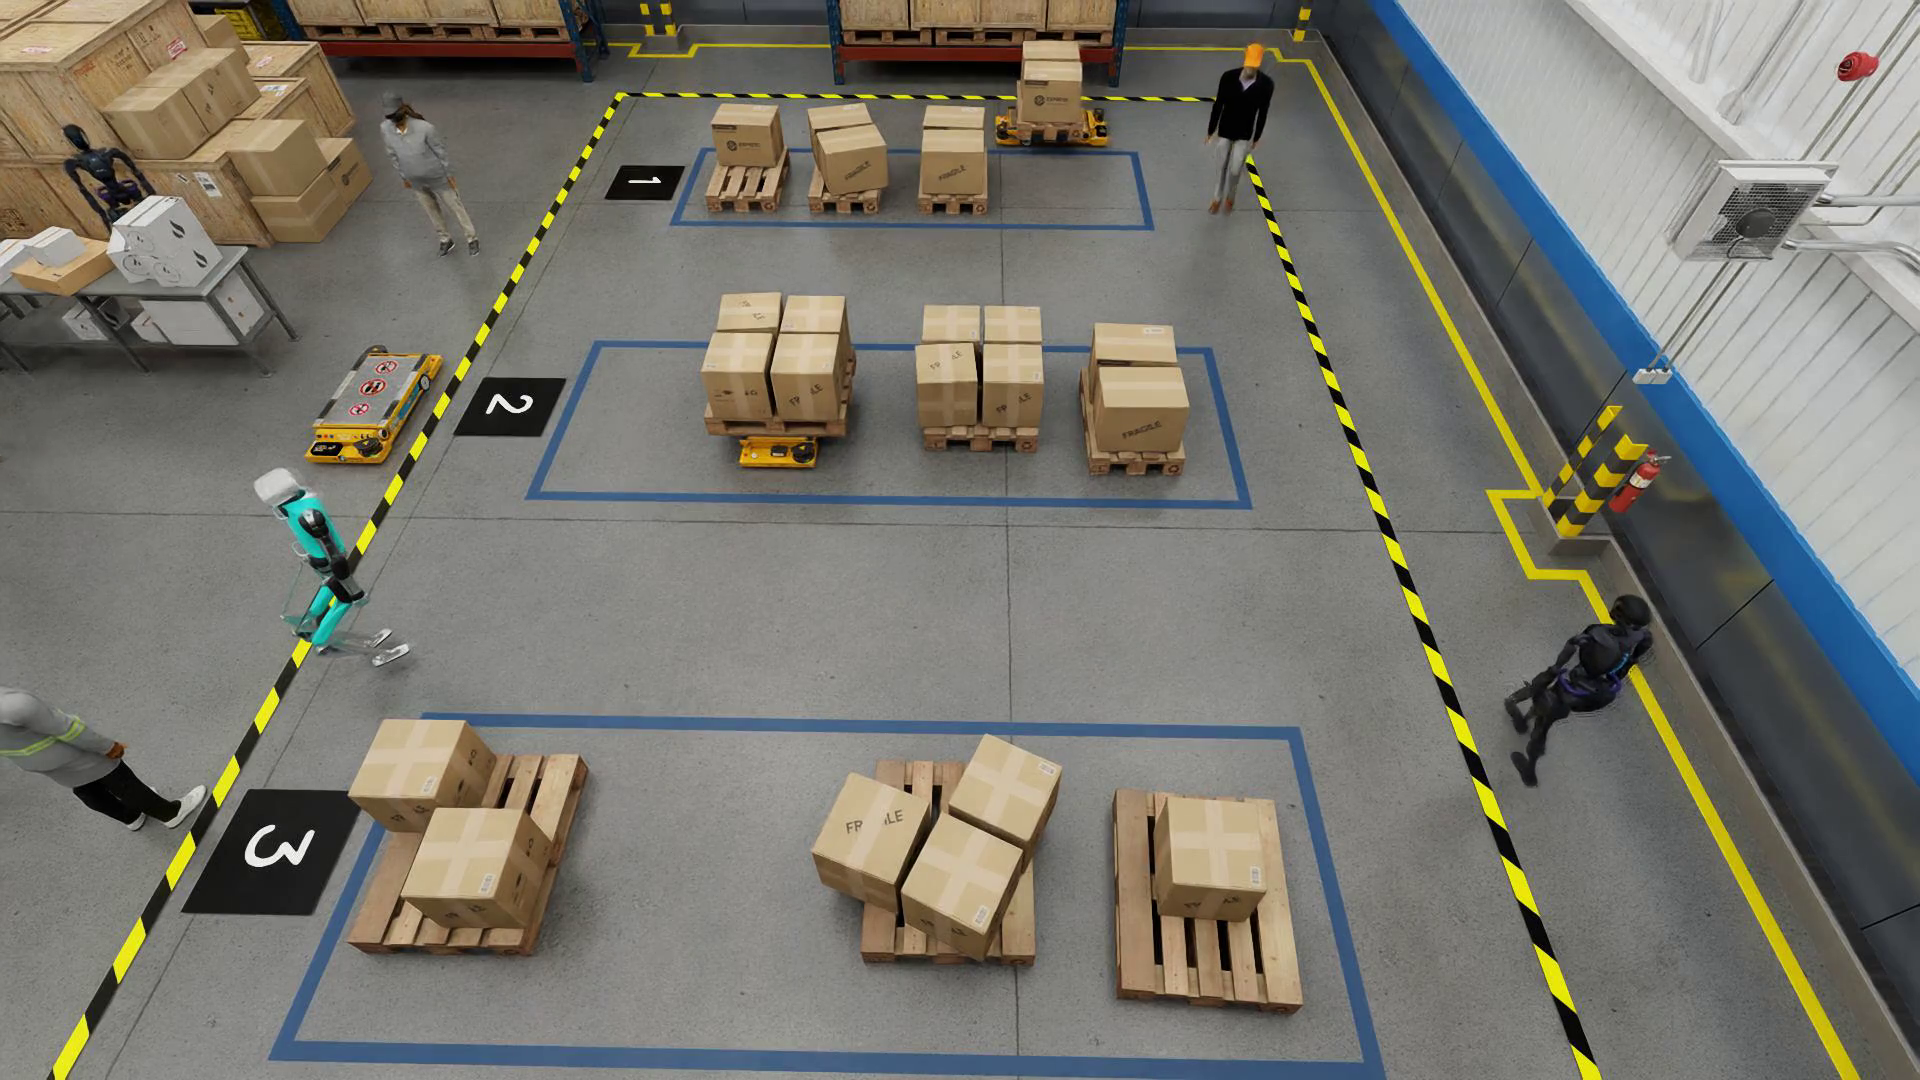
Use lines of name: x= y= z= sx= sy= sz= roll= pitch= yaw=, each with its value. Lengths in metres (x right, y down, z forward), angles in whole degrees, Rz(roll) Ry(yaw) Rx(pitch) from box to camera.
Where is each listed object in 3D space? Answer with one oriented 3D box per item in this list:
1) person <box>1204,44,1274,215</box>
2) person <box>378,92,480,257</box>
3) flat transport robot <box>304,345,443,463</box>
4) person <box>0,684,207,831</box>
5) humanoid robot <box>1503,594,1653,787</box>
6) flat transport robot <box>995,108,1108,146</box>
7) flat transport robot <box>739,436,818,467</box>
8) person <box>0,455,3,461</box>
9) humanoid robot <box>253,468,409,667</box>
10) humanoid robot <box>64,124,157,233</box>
person: x=3.028 y=-4.487 z=10.121 sx=0.584 sy=1.868 sz=0.436 roll=23 pitch=53 yaw=18
person: x=-5.577 y=-3.814 z=9.611 sx=0.572 sy=1.767 sz=0.397 roll=-1 pitch=50 yaw=-1
flat transport robot: x=-5.383 y=-1.269 z=8.441 sx=0.659 sy=0.231 sz=1.431 roll=1 pitch=50 yaw=1
person: x=-5.226 y=1.189 z=5.324 sx=0.588 sy=1.852 sz=0.370 roll=-1 pitch=50 yaw=-1
humanoid robot: x=3.794 y=0.890 z=5.702 sx=0.608 sy=1.641 sz=0.630 roll=-5 pitch=50 yaw=-4
flat transport robot: x=1.180 y=-5.382 z=11.903 sx=1.431 sy=0.197 sz=0.652 roll=1 pitch=50 yaw=1
flat transport robot: x=-1.582 y=-1.235 z=8.394 sx=0.652 sy=0.197 sz=1.431 roll=1 pitch=50 yaw=1
person: x=-8.970 y=-1.342 z=7.394 sx=1.058 sy=1.957 sz=0.608 roll=4 pitch=50 yaw=3
humanoid robot: x=-4.299 y=0.306 z=6.057 sx=0.533 sy=1.677 sz=0.735 roll=35 pitch=58 yaw=26
humanoid robot: x=-8.485 y=-3.439 z=9.363 sx=0.601 sy=1.633 sz=0.442 roll=-30 pitch=56 yaw=-23
